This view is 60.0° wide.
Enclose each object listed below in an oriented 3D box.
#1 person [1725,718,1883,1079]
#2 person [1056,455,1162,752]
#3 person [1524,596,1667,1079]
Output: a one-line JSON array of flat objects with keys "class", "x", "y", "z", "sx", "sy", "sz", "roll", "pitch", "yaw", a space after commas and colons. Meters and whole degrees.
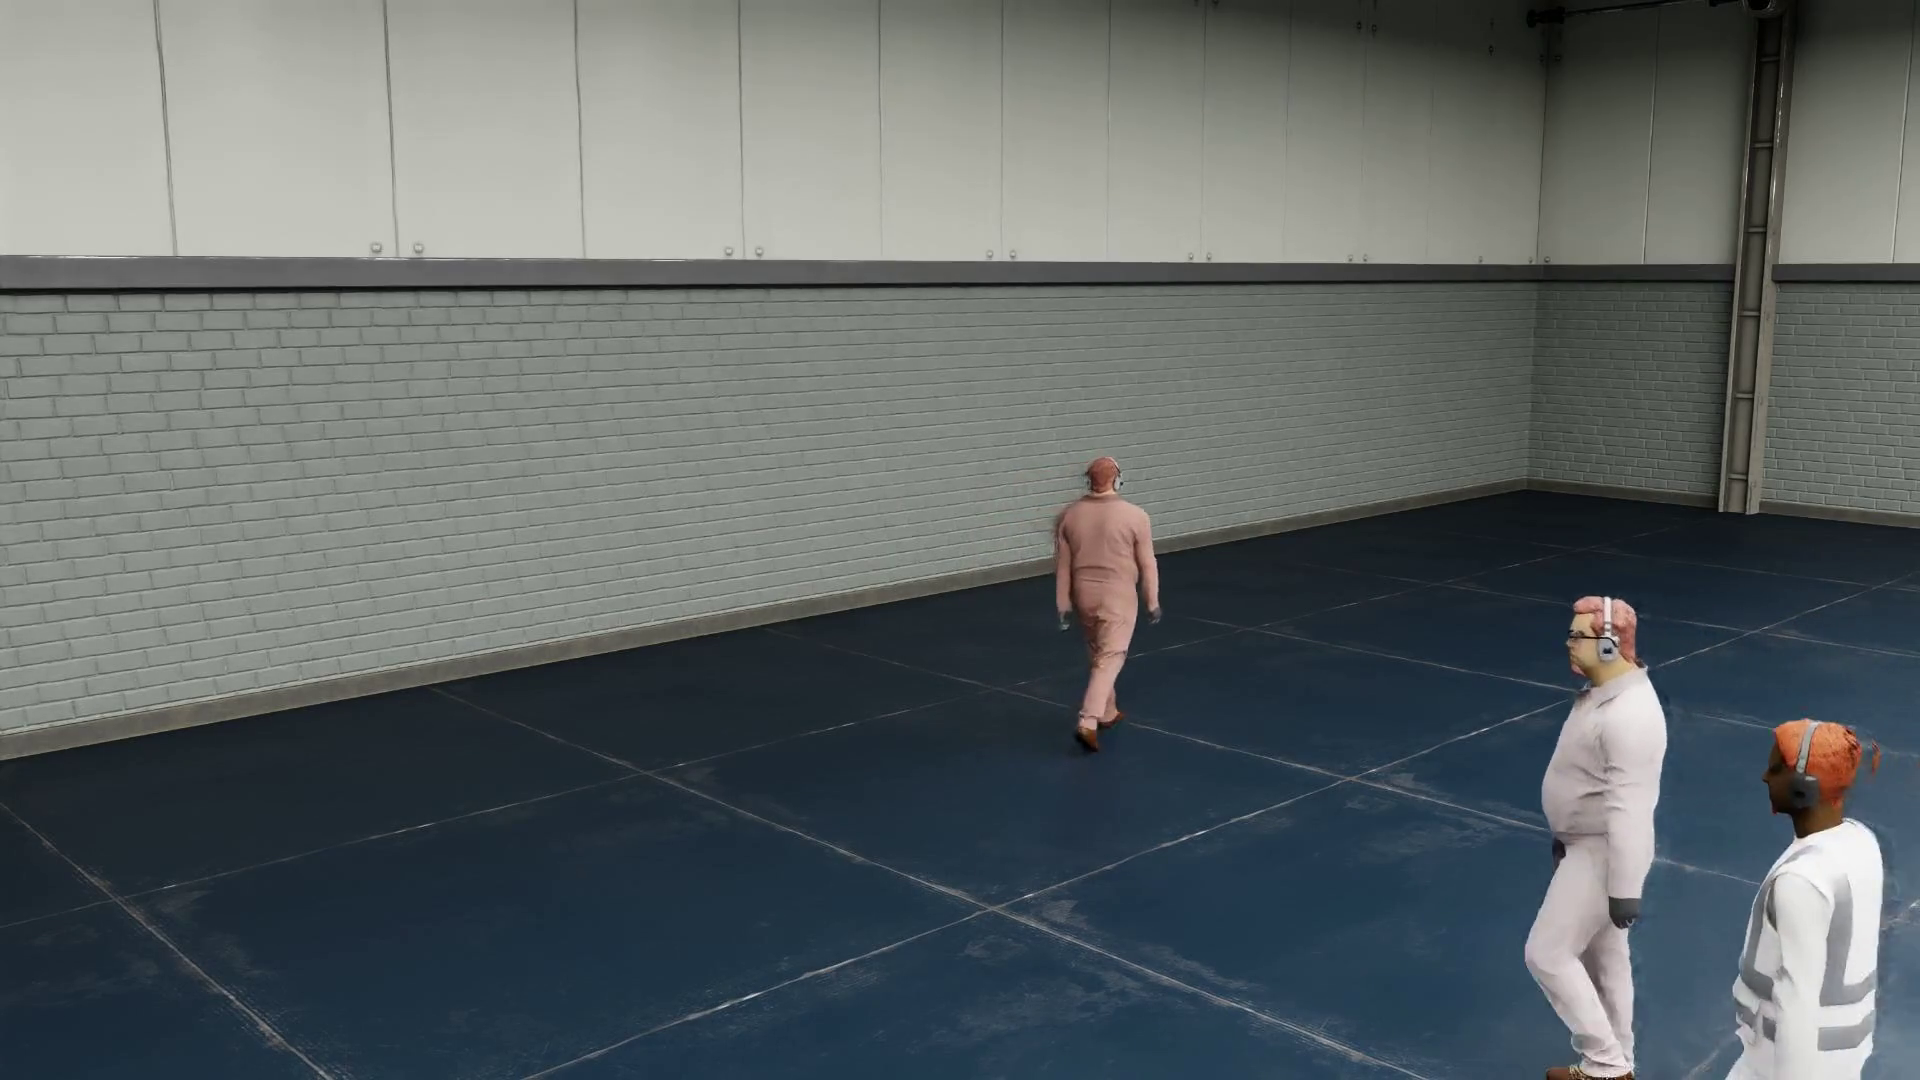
[{"class": "person", "x": 2.359, "y": 1.393, "z": 4.548, "sx": 0.589, "sy": 1.848, "sz": 0.959, "roll": -9, "pitch": 13, "yaw": -44}, {"class": "person", "x": 0.917, "y": 0.391, "z": 10.702, "sx": 0.642, "sy": 1.866, "sz": 0.957, "roll": 6, "pitch": 11, "yaw": 32}, {"class": "person", "x": 2.296, "y": 1.134, "z": 6.021, "sx": 0.459, "sy": 1.891, "sz": 0.652, "roll": 3, "pitch": 10, "yaw": 21}]
